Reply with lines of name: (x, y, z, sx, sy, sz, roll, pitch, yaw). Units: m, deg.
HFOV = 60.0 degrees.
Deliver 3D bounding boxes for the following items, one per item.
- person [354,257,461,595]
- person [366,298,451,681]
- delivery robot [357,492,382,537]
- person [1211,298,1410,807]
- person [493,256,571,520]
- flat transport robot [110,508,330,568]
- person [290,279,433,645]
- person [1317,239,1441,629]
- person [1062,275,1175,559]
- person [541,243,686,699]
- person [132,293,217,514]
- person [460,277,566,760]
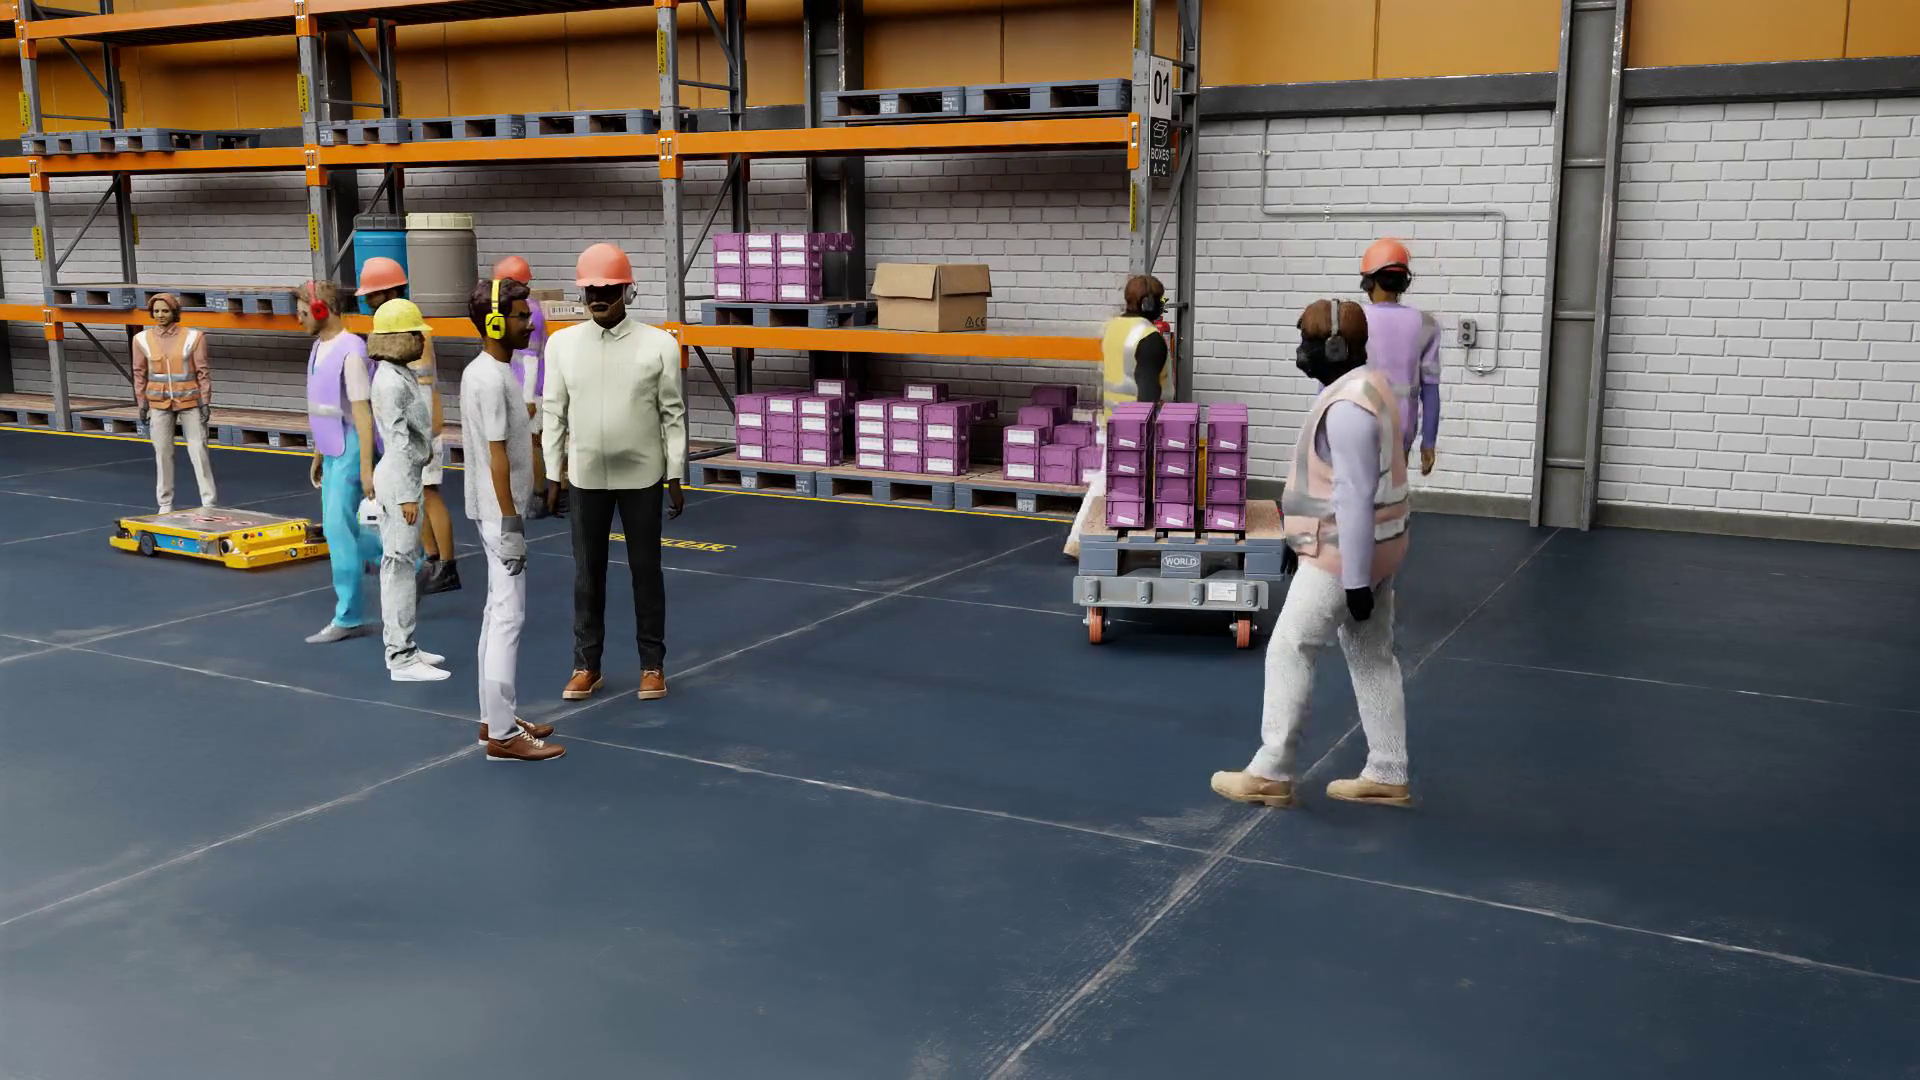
person: (-3.137, -0.635, 9.414, 0.458, 1.915, 0.575, -8, 13, -38)
person: (-2.539, -0.230, 7.647, 0.298, 1.745, 0.484, -4, 11, -19)
delivery robot: (-3.528, -0.166, 10.299, 0.477, 0.478, 0.707, -2, 11, -12)
person: (1.256, 0.061, 5.896, 0.817, 1.808, 0.642, 4, 11, 22)
person: (-3.085, -1.098, 12.032, 0.531, 1.889, 0.591, -4, 11, -21)
flat transport robot: (-4.705, -0.033, 10.607, 1.431, 0.197, 0.652, 6, 12, 32)
person: (-3.050, -0.413, 8.450, 0.659, 1.815, 0.605, -7, 12, -34)
person: (2.166, -0.580, 8.873, 0.613, 2.004, 0.976, -3, 11, -14)
person: (1.058, -0.726, 10.246, 0.936, 1.806, 0.640, -4, 11, -22)
person: (-1.506, -0.282, 7.246, 0.621, 1.992, 0.397, 0, 10, -1)
person: (-5.644, -0.956, 11.959, 0.513, 1.630, 0.321, -3, 11, -14)
person: (-1.757, -0.078, 6.470, 0.314, 1.869, 0.535, -4, 11, -20)
